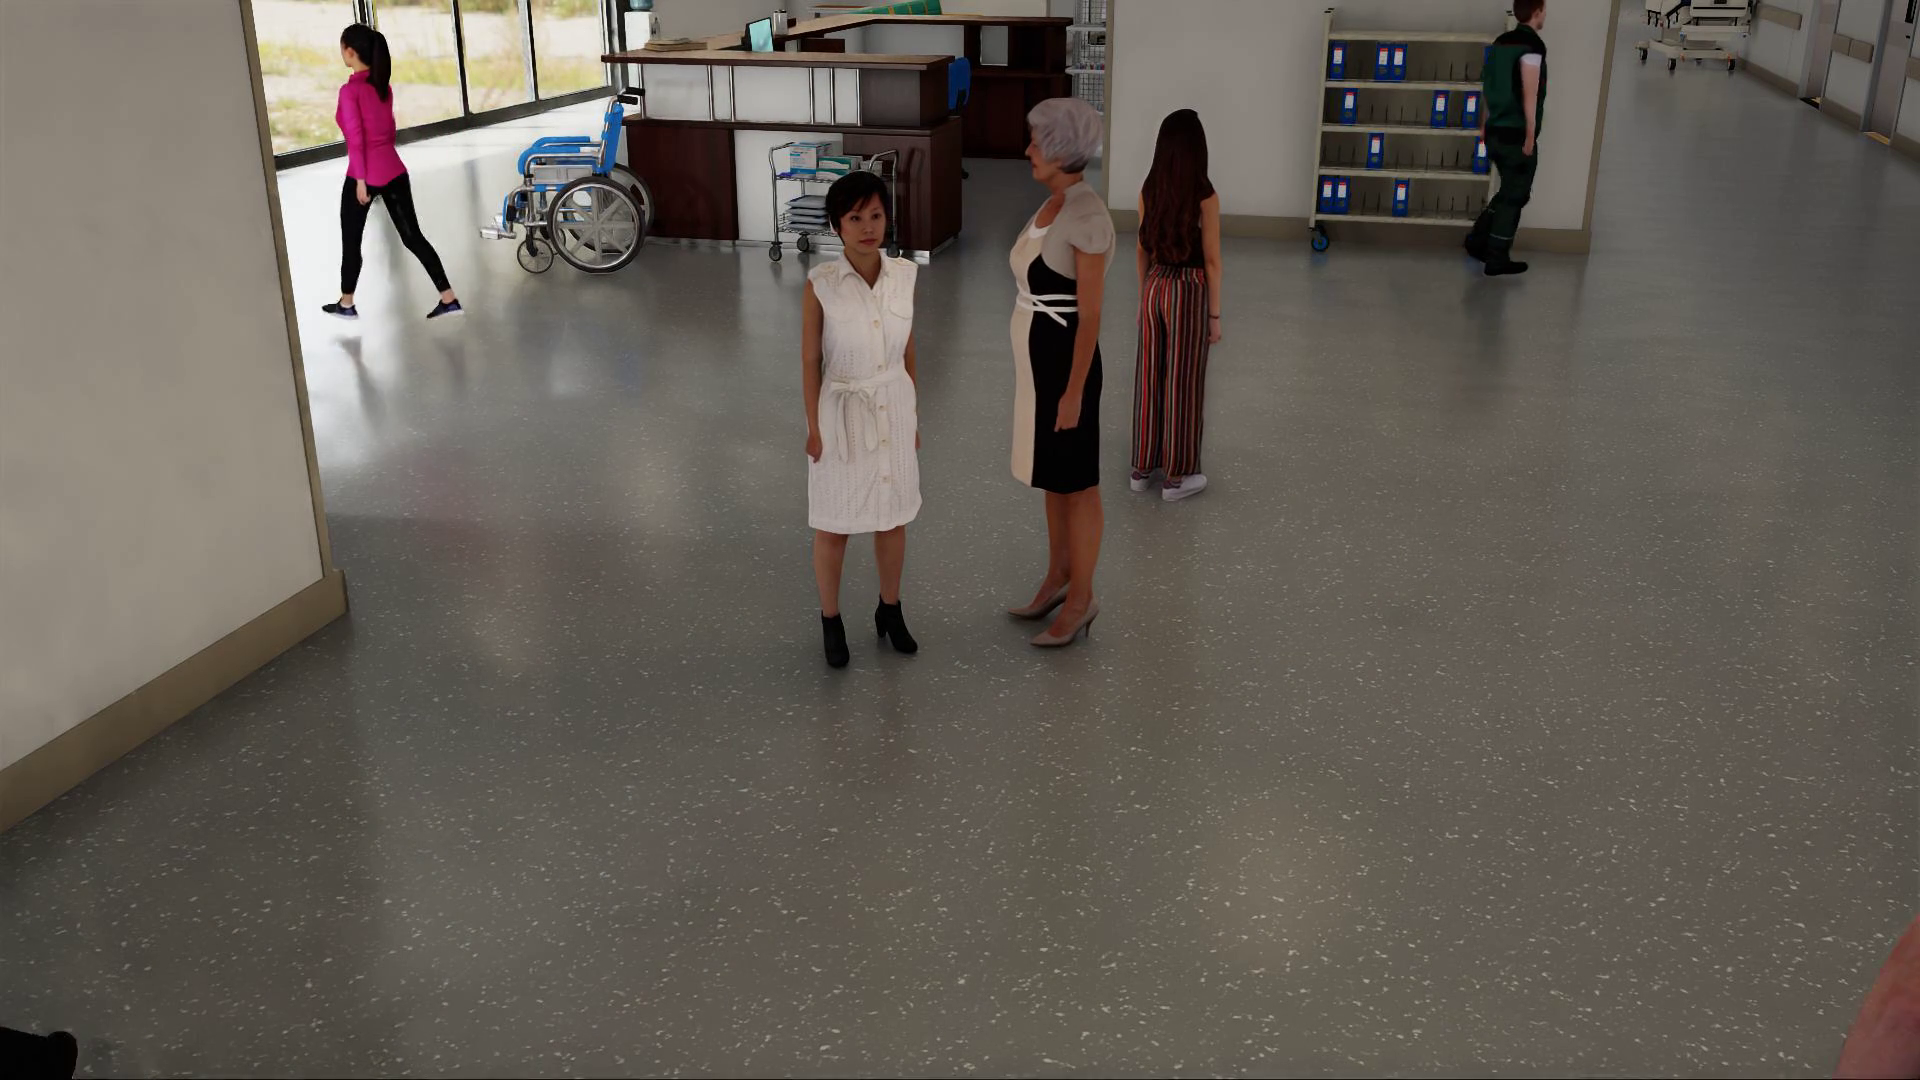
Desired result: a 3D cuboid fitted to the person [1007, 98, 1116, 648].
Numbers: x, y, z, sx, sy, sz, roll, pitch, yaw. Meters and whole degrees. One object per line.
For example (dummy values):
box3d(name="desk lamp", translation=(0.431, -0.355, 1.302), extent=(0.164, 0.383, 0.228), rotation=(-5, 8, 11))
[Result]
box3d(name="person", translation=(0.338, -0.515, 5.315), extent=(0.685, 1.753, 0.707), rotation=(-4, 21, -10))

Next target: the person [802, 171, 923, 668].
box3d(name="person", translation=(-0.306, -0.373, 5.218), extent=(0.632, 1.556, 0.701), rotation=(-10, 23, -25))

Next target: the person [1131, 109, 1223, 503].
box3d(name="person", translation=(0.873, -0.954, 6.748), extent=(0.576, 1.559, 0.687), rotation=(19, 28, 40))

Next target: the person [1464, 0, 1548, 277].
box3d(name="person", translation=(3.515, -2.629, 10.792), extent=(0.853, 1.826, 0.811), rotation=(-4, 21, -10))

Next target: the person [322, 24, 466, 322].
box3d(name="person", translation=(-3.192, -1.996, 9.367), extent=(1.169, 1.652, 0.688), rotation=(8, 22, 20))
